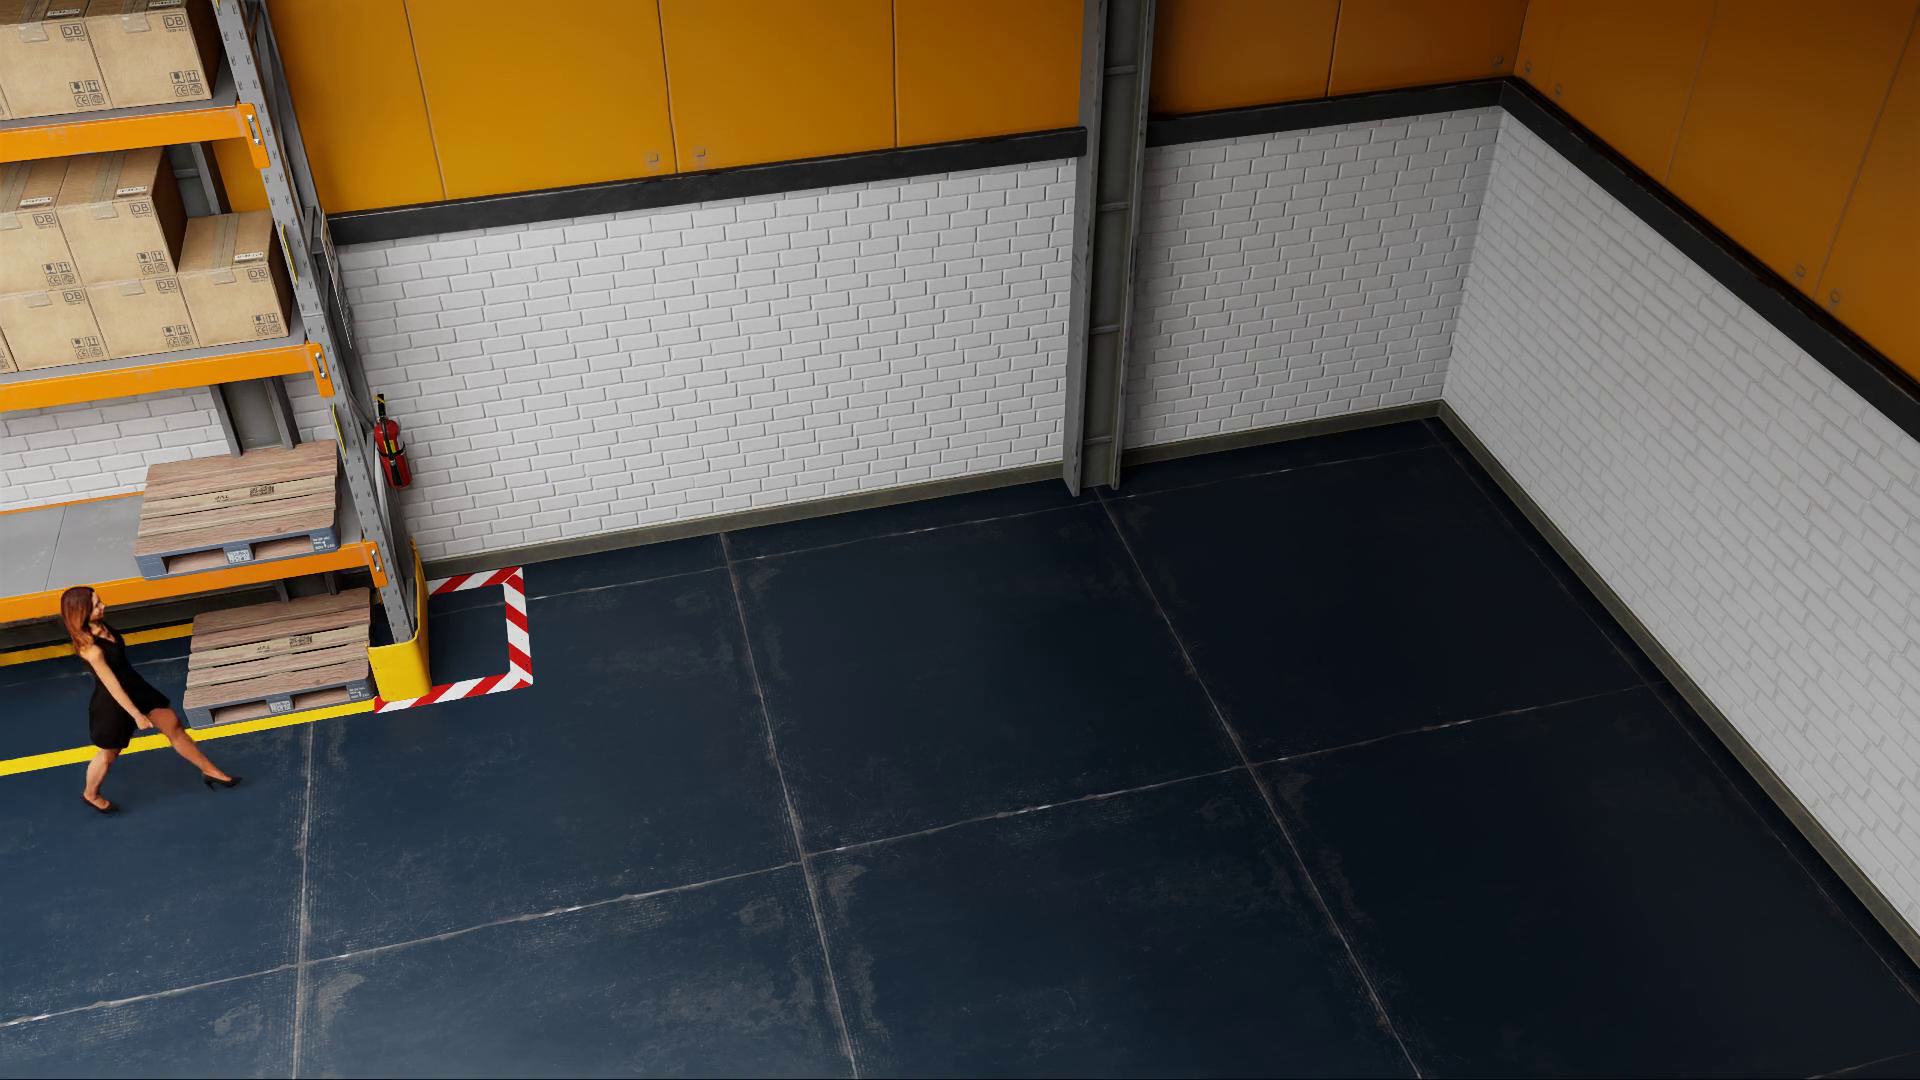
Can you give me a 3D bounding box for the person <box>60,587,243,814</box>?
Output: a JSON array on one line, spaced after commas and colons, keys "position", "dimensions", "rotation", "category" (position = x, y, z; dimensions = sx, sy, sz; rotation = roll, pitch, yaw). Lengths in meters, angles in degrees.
[{"position": [-5.196, 1.051, 10.134], "dimensions": [1.161, 1.781, 0.642], "rotation": [-12, 40, -15], "category": "person"}]
